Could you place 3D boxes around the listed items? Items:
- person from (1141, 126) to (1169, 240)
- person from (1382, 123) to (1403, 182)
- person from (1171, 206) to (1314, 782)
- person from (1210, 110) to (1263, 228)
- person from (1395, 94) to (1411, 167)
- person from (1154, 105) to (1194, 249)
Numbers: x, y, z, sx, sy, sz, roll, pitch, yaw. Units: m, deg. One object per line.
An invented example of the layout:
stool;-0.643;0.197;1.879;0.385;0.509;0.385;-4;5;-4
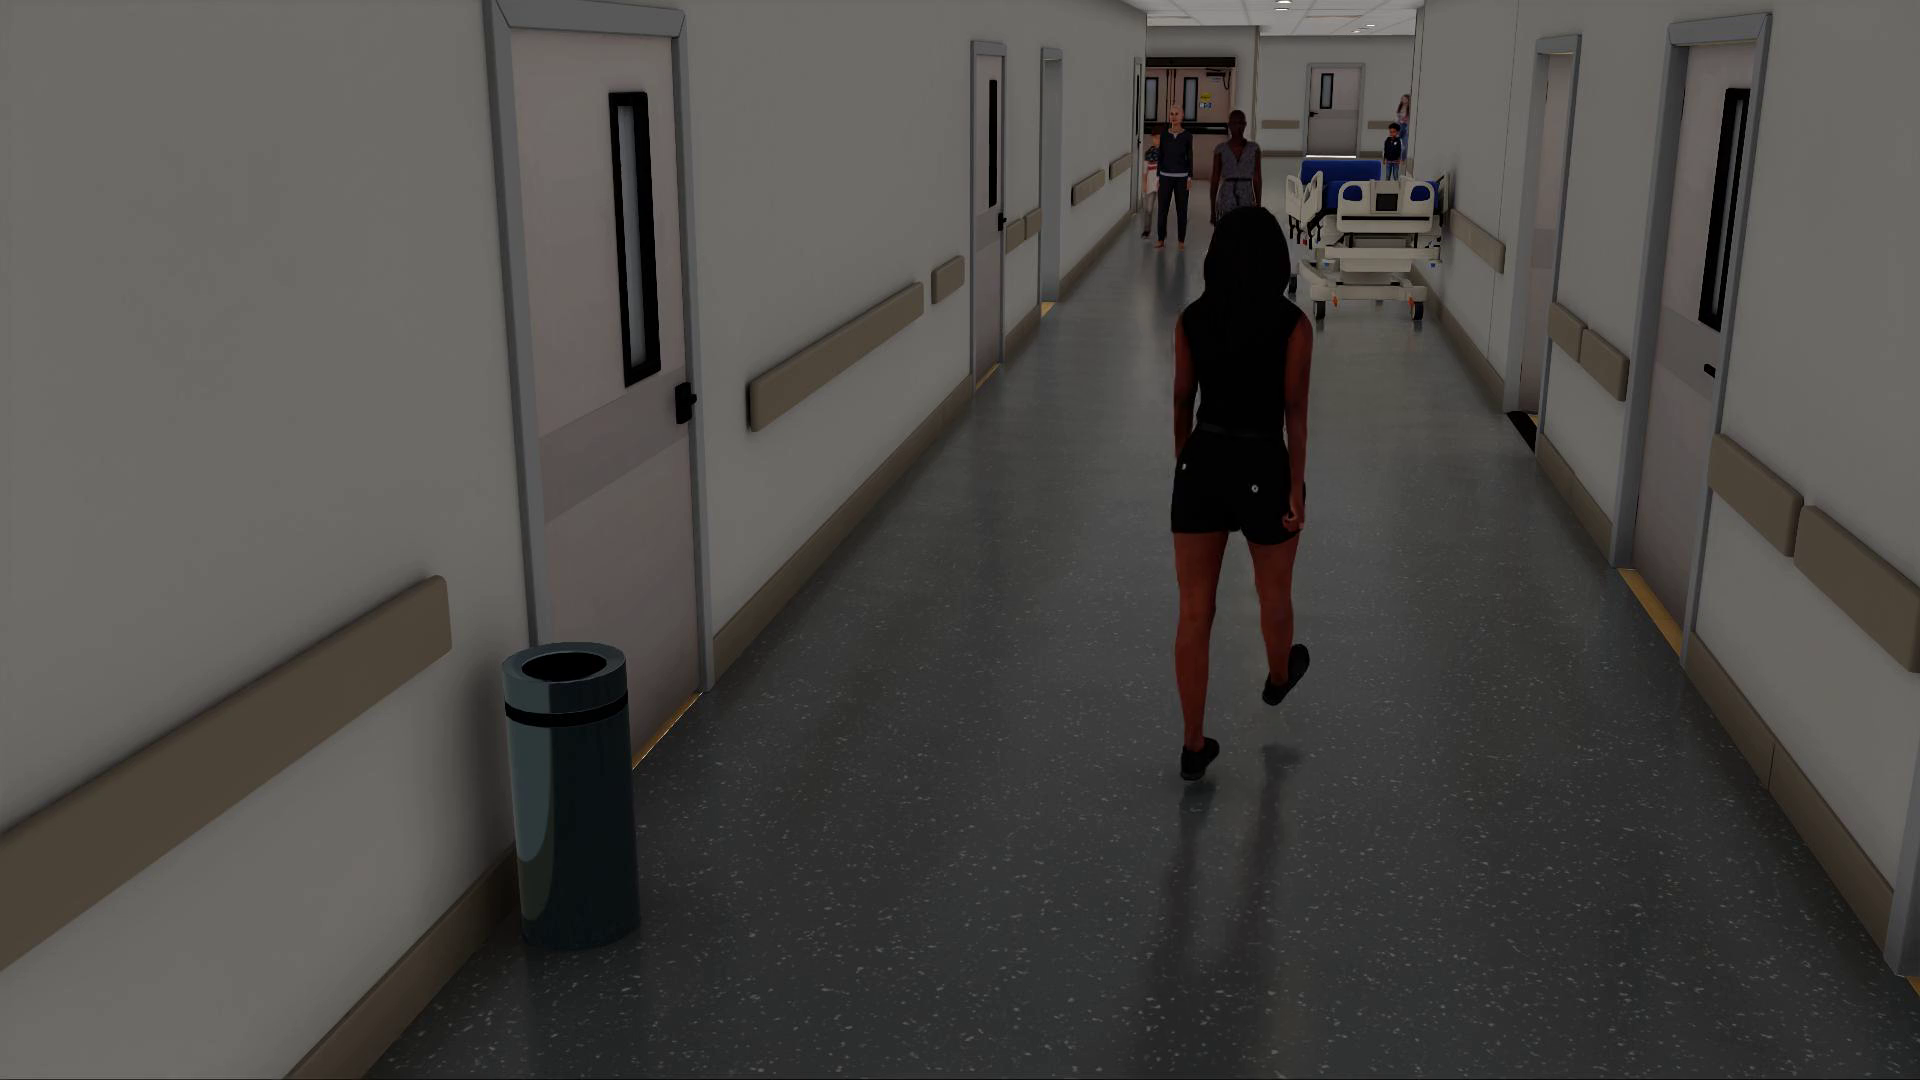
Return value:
person;2.574;-4.657;21.666;0.411;1.439;0.585;2;16;6
person;7.828;-6.911;30.060;0.534;1.222;0.638;11;19;35
person;0.798;-0.095;5.009;1.128;1.696;0.876;7;17;24
person;2.481;-2.946;14.991;0.953;1.767;0.806;0;16;-1
person;10.310;-9.479;38.465;0.702;1.603;0.783;12;20;37
person;2.651;-4.504;20.591;0.464;1.726;0.672;4;16;13
